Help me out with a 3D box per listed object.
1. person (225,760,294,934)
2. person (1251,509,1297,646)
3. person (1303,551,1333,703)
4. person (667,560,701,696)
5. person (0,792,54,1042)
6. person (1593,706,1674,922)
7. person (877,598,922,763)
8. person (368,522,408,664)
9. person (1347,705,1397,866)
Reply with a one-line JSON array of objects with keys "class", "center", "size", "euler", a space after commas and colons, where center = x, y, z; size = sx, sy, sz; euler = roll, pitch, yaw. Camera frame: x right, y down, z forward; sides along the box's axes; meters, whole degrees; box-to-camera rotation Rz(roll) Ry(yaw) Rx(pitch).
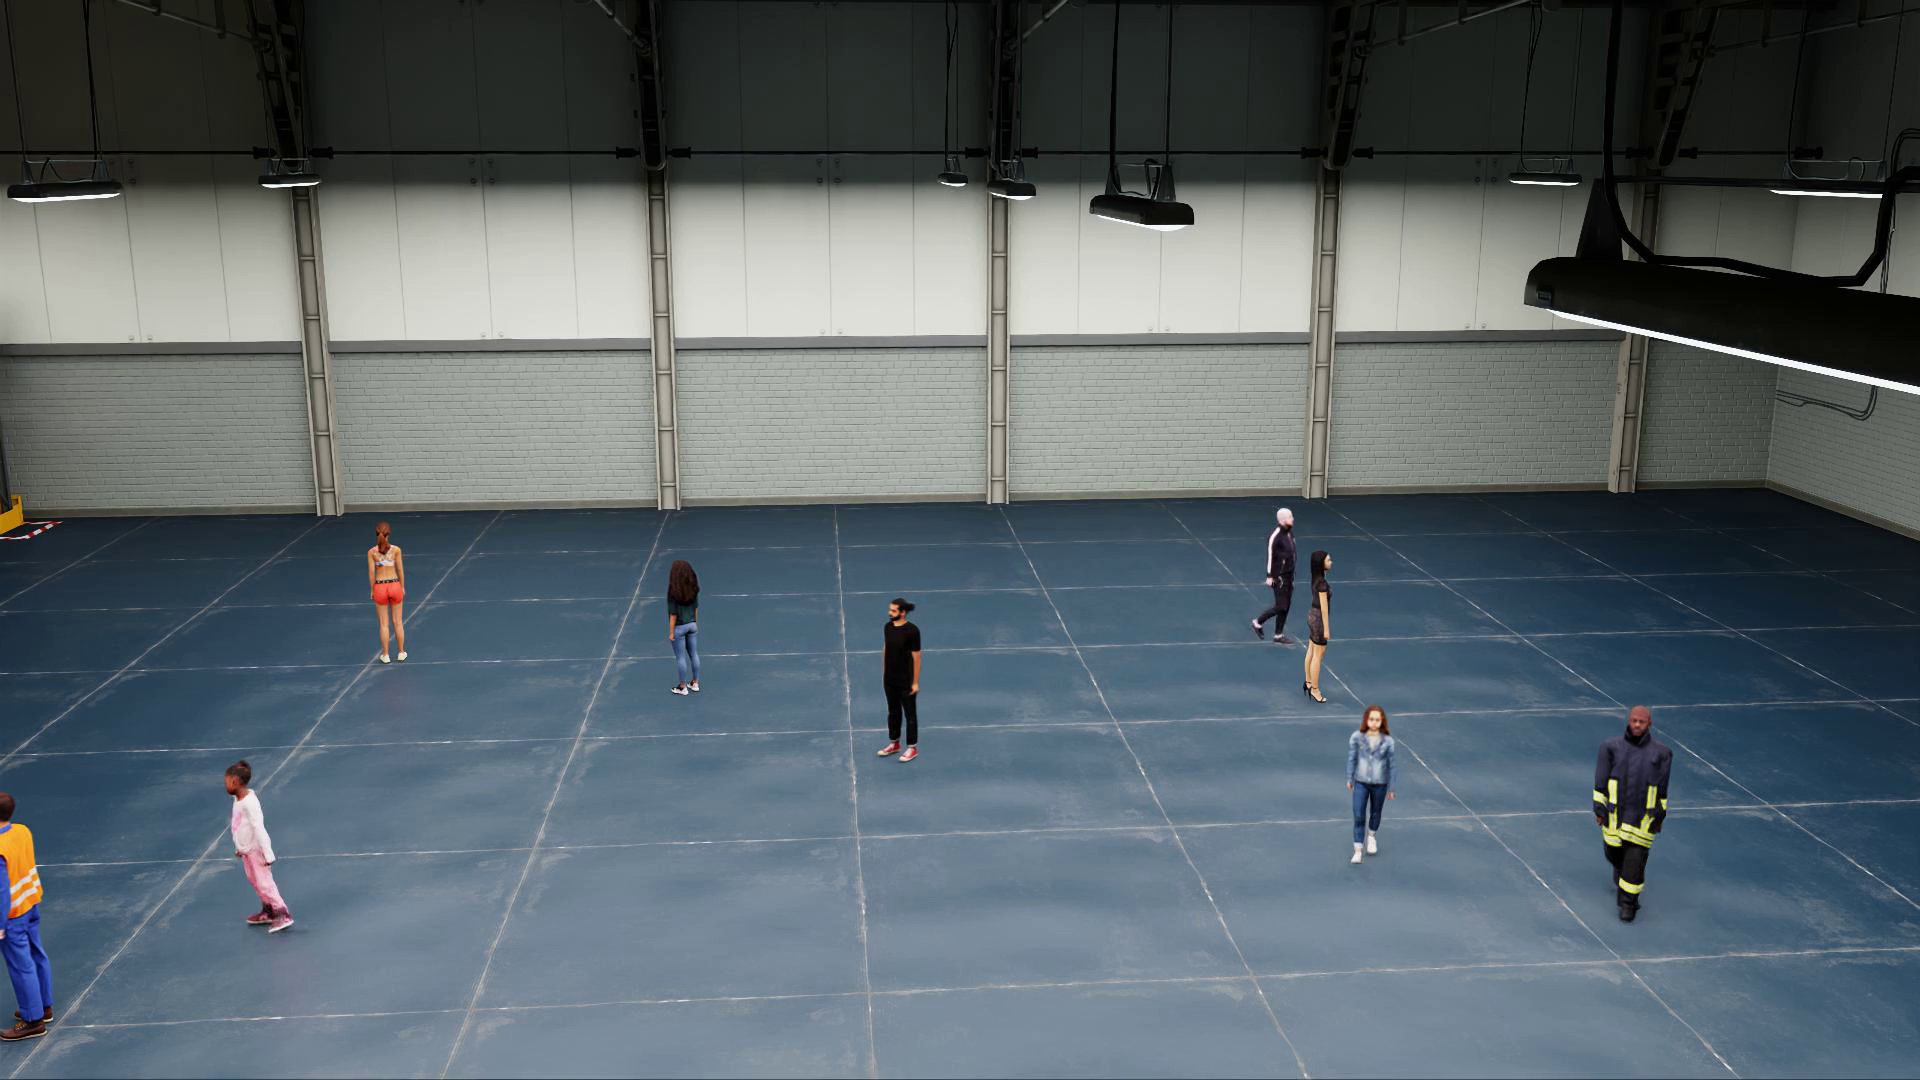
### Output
[{"class": "person", "center": [-5.767, 2.519, 13.711], "size": [0.781, 1.427, 0.793], "euler": [10, 16, 36]}, {"class": "person", "center": [4.095, 0.481, 21.640], "size": [0.962, 1.821, 0.894], "euler": [9, 16, 33]}, {"class": "person", "center": [4.196, 0.994, 19.491], "size": [0.499, 1.791, 0.604], "euler": [0, 13, -1]}, {"class": "person", "center": [-3.279, 1.026, 19.738], "size": [0.698, 1.616, 0.769], "euler": [-12, 18, -43]}, {"class": "person", "center": [-6.829, 2.688, 12.015], "size": [0.605, 1.863, 0.685], "euler": [-2, 13, -8]}, {"class": "person", "center": [5.679, 2.243, 14.076], "size": [1.195, 1.799, 1.164], "euler": [7, 15, 27]}, {"class": "person", "center": [-0.617, 1.452, 17.593], "size": [0.693, 1.756, 0.761], "euler": [10, 16, 37]}, {"class": "person", "center": [-7.210, 0.654, 20.956], "size": [0.591, 1.792, 0.700], "euler": [-5, 14, -22]}, {"class": "person", "center": [3.735, 2.191, 15.091], "size": [0.986, 1.444, 0.865], "euler": [4, 14, 16]}]
